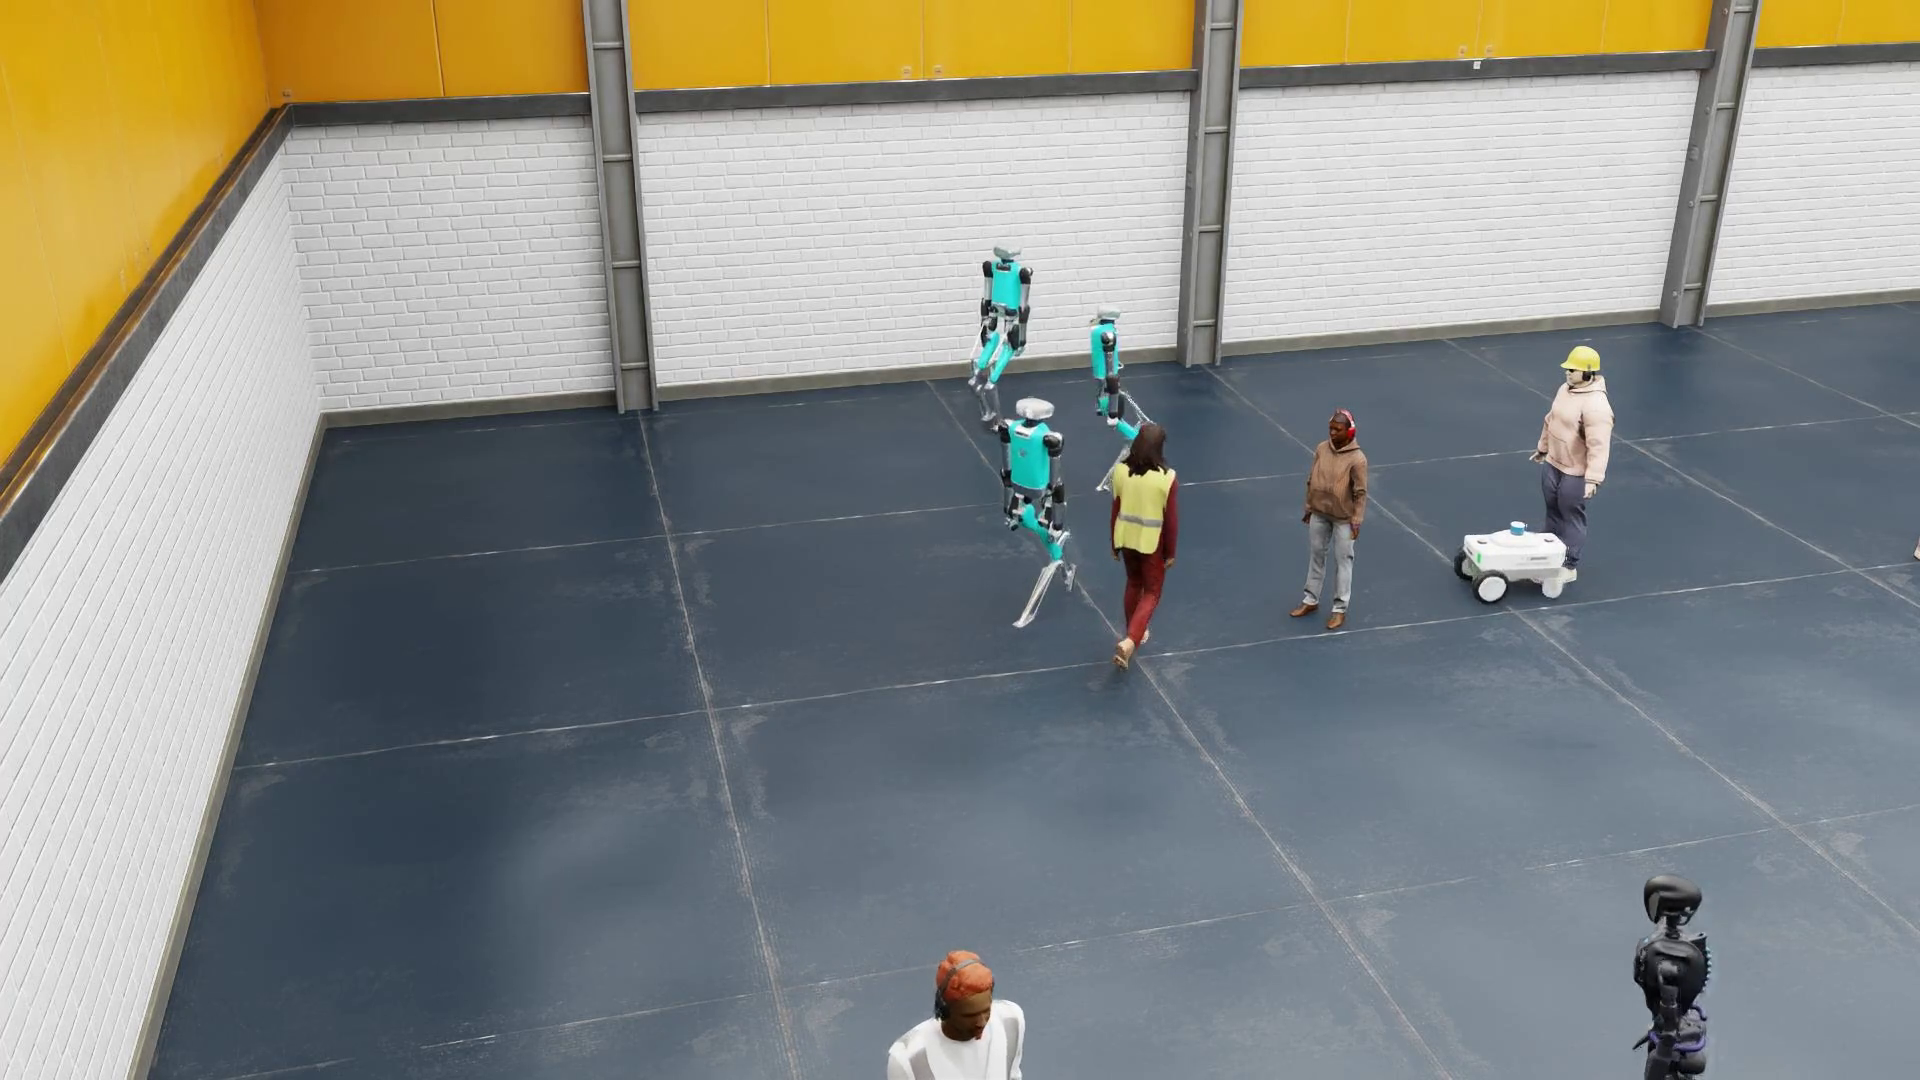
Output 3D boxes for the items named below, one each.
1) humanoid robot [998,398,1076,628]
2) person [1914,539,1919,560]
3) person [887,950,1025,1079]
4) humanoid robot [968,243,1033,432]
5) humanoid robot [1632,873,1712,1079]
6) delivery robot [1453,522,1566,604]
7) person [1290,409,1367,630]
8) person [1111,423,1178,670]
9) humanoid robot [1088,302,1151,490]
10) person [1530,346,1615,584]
[{"bbox_3d":[0.716,-0.275,12.185,0.530,1.764,0.944,18,30,36],"label":"humanoid robot"},{"bbox_3d":[7.846,-0.625,12.932,0.516,1.756,0.336,-12,26,-25],"label":"person"},{"bbox_3d":[-0.003,2.299,6.134,0.582,1.883,0.339,-15,28,-30],"label":"person"},{"bbox_3d":[0.306,-1.882,15.801,0.530,1.779,0.747,16,28,32],"label":"humanoid robot"},{"bbox_3d":[2.890,2.120,6.809,0.407,1.635,0.610,10,26,22],"label":"humanoid robot"},{"bbox_3d":[4.180,0.160,12.654,0.790,0.606,0.499,-2,24,-3],"label":"delivery robot"},{"bbox_3d":[2.704,-0.164,12.012,0.459,1.650,0.327,21,32,40],"label":"person"},{"bbox_3d":[1.231,0.058,11.407,0.485,1.751,0.716,13,27,27],"label":"person"},{"bbox_3d":[1.467,-1.164,14.230,0.796,1.802,0.531,-4,24,-9],"label":"humanoid robot"},{"bbox_3d":[4.670,-0.577,12.687,0.406,1.867,0.806,-5,24,-12],"label":"person"}]
